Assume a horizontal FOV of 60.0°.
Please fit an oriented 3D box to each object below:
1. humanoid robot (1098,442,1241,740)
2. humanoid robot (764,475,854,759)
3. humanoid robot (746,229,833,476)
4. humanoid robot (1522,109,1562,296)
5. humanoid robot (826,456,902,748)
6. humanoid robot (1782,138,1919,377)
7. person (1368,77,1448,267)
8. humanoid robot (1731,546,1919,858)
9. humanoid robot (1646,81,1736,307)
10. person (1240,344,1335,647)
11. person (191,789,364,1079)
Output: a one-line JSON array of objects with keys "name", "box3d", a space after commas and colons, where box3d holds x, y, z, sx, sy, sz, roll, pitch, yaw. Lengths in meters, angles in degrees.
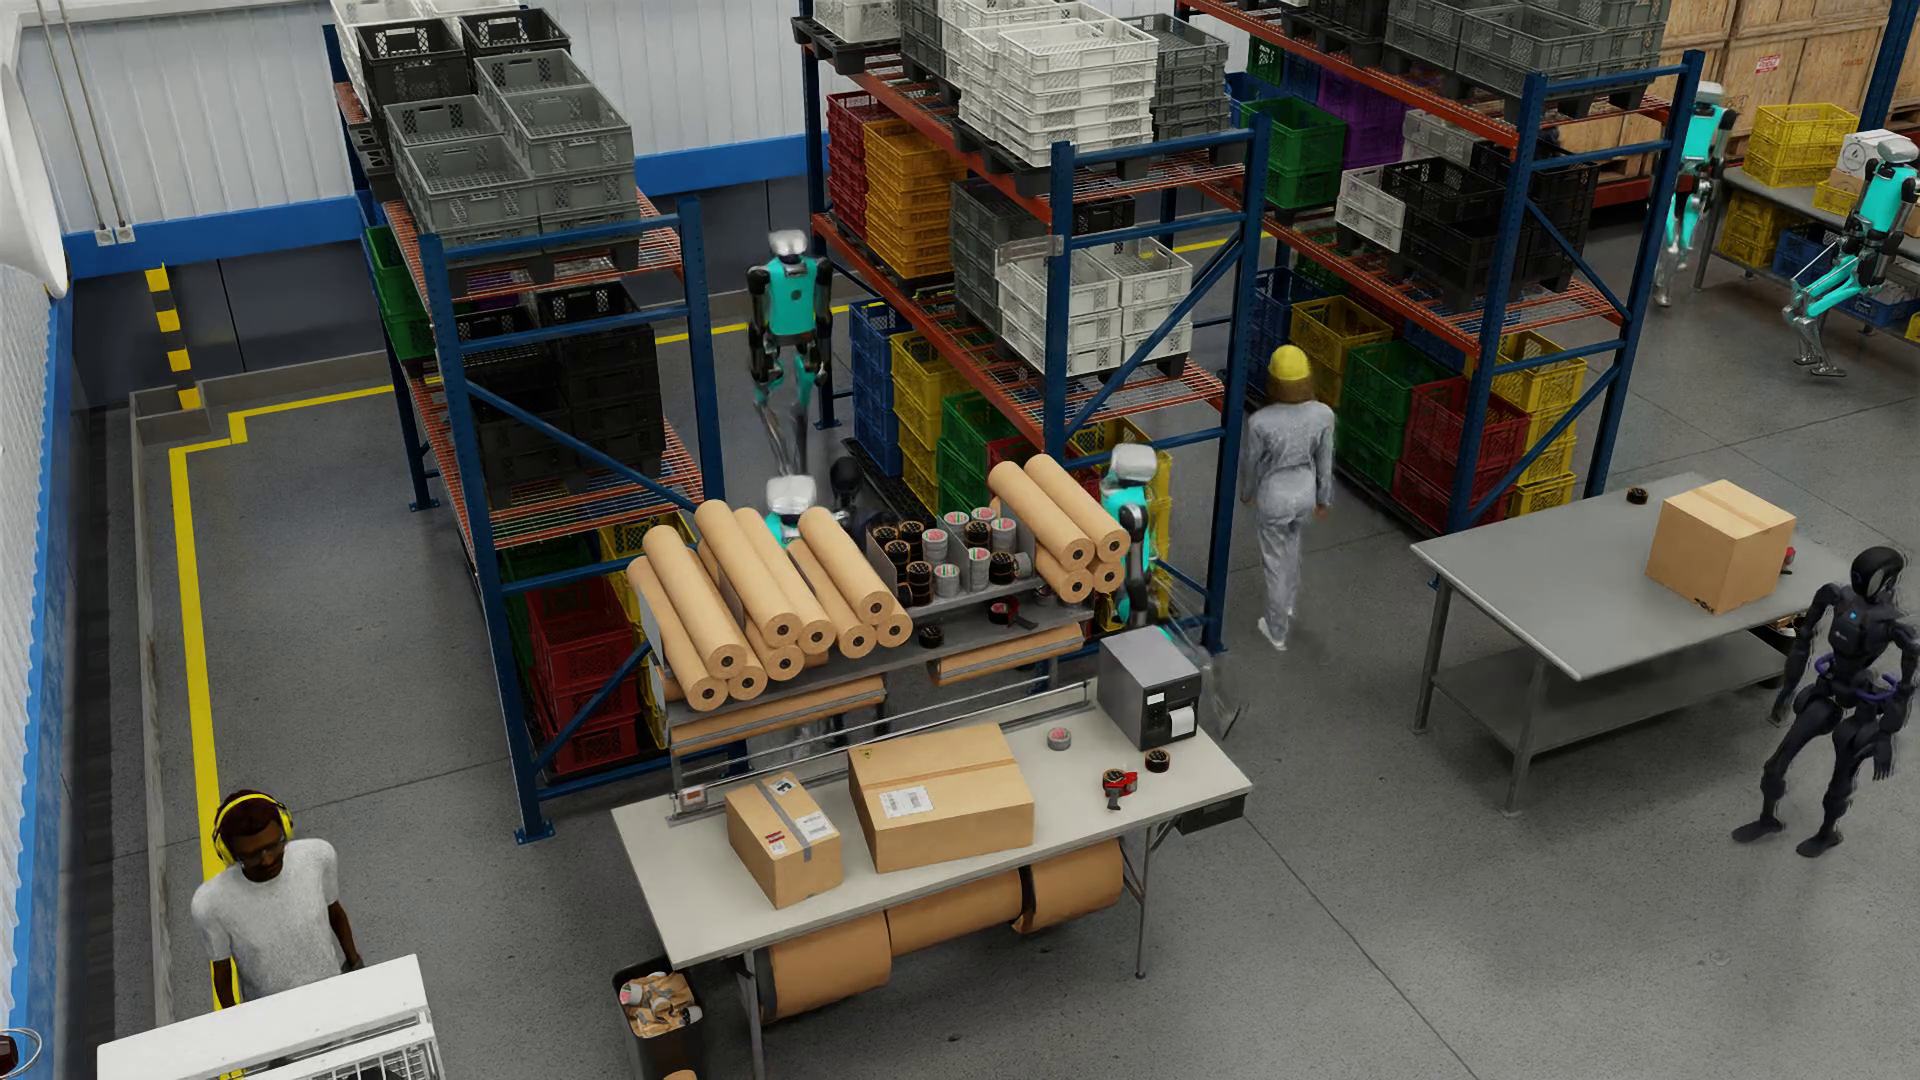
[{"name": "humanoid robot", "box3d": [1.096, 0.335, 8.057, 0.912, 1.793, 0.545, -4, 32, -6]}, {"name": "humanoid robot", "box3d": [-0.792, 0.382, 7.998, 0.539, 1.812, 0.795, -7, 32, -11]}, {"name": "humanoid robot", "box3d": [-1.120, -1.120, 10.501, 0.539, 1.898, 0.722, -13, 34, -20]}, {"name": "humanoid robot", "box3d": [4.535, -2.759, 13.112, 0.329, 1.645, 0.593, -8, 33, -13]}, {"name": "humanoid robot", "box3d": [-0.551, 0.325, 8.099, 0.609, 1.657, 0.375, -5, 32, -8]}, {"name": "humanoid robot", "box3d": [6.130, -1.956, 11.619, 0.735, 1.677, 0.533, -4, 32, -6]}, {"name": "person", "box3d": [3.661, -2.799, 13.054, 0.634, 1.800, 0.885, -25, 39, -34]}, {"name": "humanoid robot", "box3d": [3.910, 0.761, 7.403, 0.554, 1.641, 0.609, -15, 35, -22]}, {"name": "humanoid robot", "box3d": [5.580, -2.579, 12.771, 0.535, 1.746, 1.001, 4, 32, 7]}, {"name": "person", "box3d": [1.719, -0.259, 9.001, 0.481, 1.715, 0.604, -9, 33, -14]}, {"name": "person", "box3d": [-2.304, 1.621, 5.810, 0.514, 1.873, 0.328, -26, 40, -36]}]
